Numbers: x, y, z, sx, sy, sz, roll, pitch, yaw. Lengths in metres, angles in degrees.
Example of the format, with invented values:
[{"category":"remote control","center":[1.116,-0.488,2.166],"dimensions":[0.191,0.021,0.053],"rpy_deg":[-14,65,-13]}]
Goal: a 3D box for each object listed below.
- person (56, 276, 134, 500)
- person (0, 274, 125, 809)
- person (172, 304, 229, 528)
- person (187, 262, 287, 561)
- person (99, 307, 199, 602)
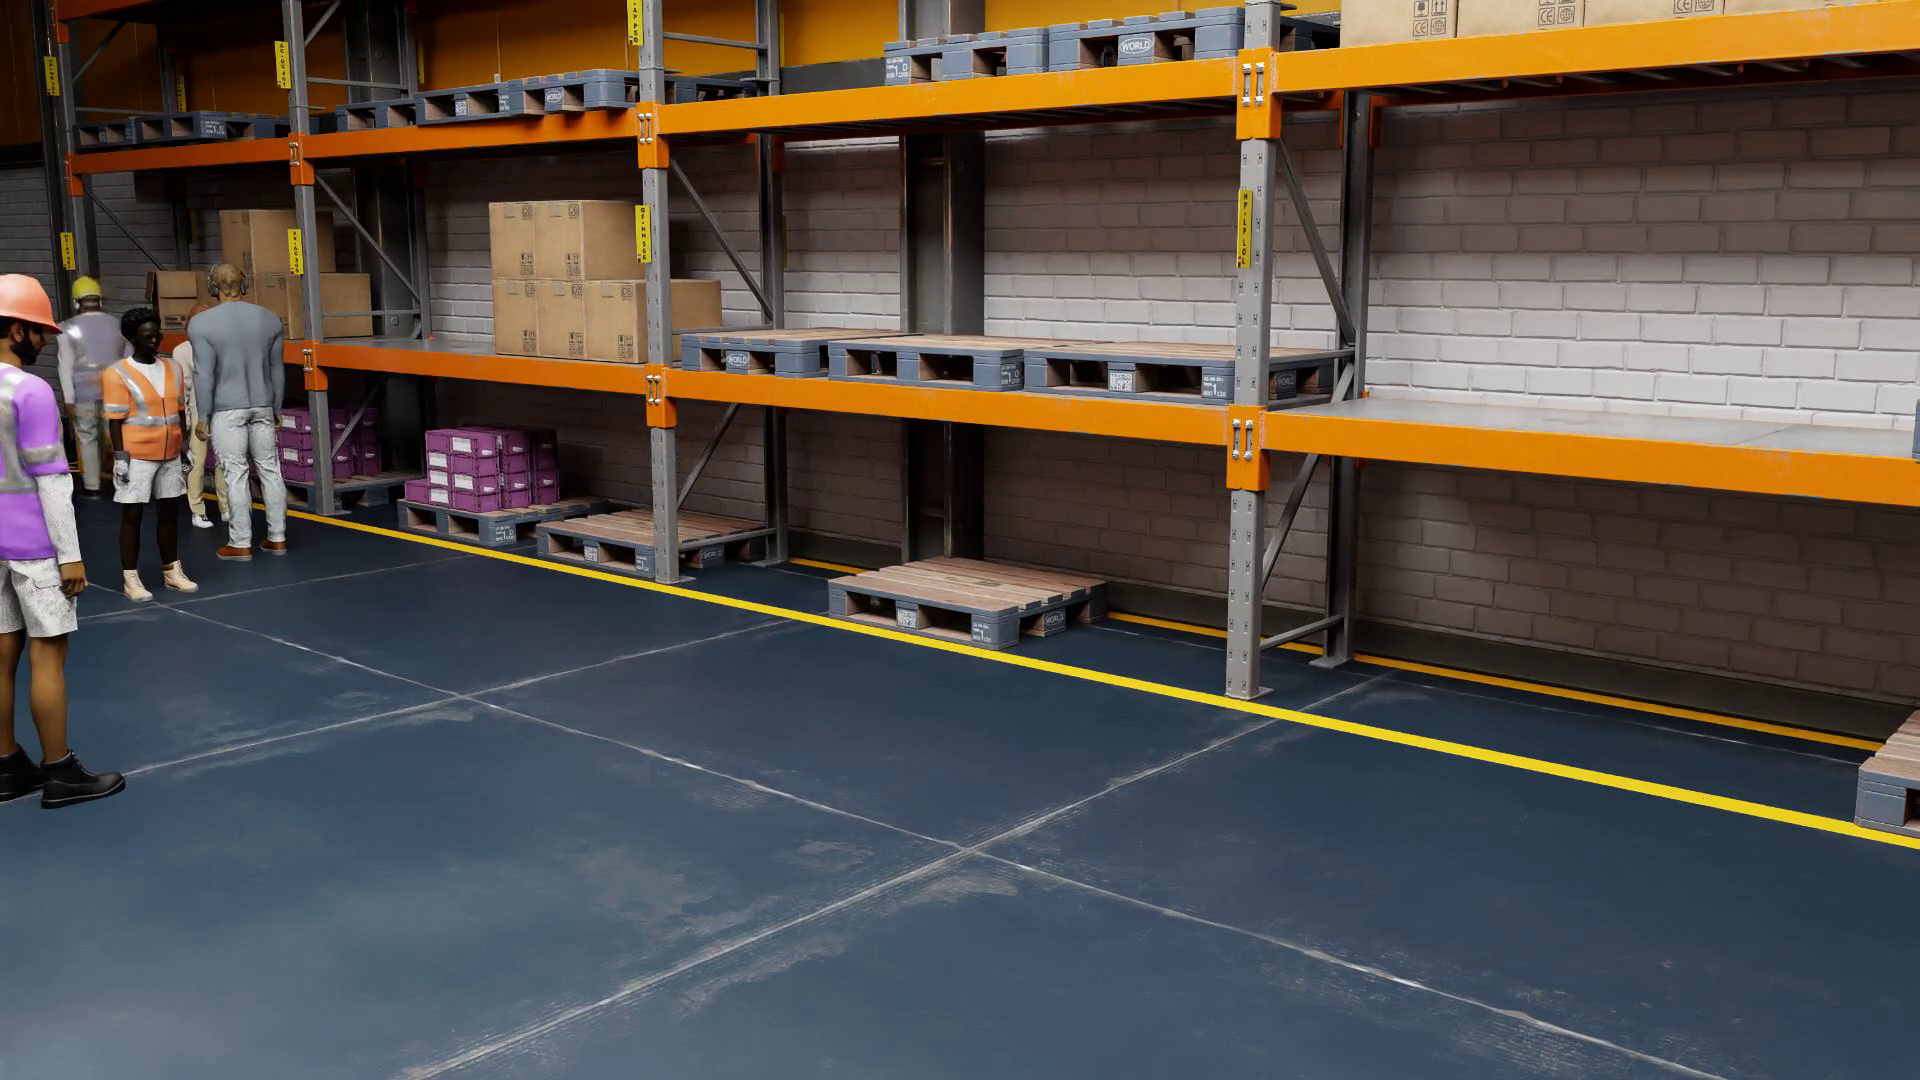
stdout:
[{"category":"person","center":[-6.825,-1.189,13.225],"dimensions":[0.770,1.808,0.600],"rpy_deg":[9,13,41]},{"category":"person","center":[-3.383,0.011,6.039],"dimensions":[0.542,1.928,0.374],"rpy_deg":[4,11,24]},{"category":"person","center":[-5.463,-0.902,12.103],"dimensions":[0.283,1.625,0.494],"rpy_deg":[5,11,28]},{"category":"person","center":[-4.671,-0.826,10.796],"dimensions":[0.379,1.933,0.629],"rpy_deg":[8,13,37]},{"category":"person","center":[-4.676,-0.492,9.595],"dimensions":[0.322,1.690,0.537],"rpy_deg":[5,11,25]}]
